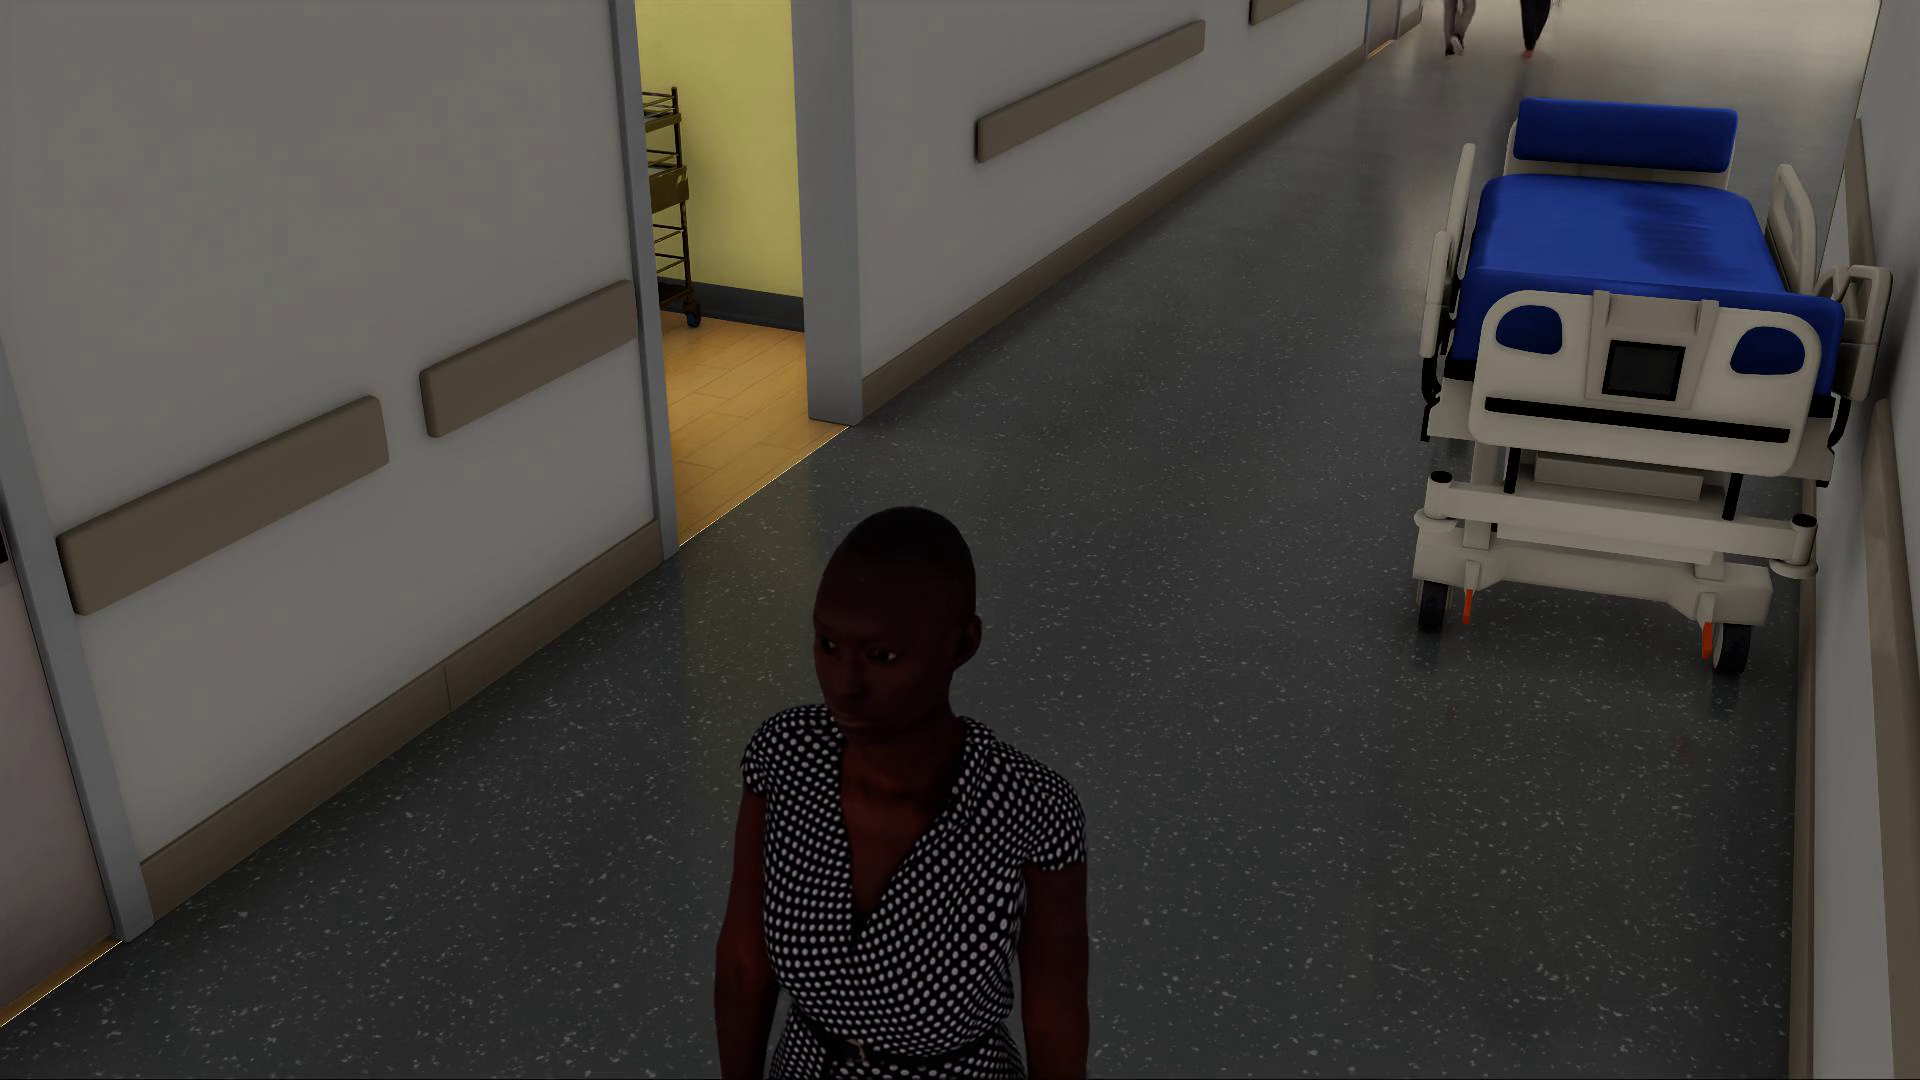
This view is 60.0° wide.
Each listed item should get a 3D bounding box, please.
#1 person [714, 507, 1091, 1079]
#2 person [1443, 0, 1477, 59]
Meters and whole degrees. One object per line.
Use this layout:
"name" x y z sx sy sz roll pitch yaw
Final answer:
"person" -0.068 0.776 2.067 0.488 1.788 0.695 9 27 17
"person" 4.198 -4.787 14.018 0.576 1.428 0.605 14 29 26
